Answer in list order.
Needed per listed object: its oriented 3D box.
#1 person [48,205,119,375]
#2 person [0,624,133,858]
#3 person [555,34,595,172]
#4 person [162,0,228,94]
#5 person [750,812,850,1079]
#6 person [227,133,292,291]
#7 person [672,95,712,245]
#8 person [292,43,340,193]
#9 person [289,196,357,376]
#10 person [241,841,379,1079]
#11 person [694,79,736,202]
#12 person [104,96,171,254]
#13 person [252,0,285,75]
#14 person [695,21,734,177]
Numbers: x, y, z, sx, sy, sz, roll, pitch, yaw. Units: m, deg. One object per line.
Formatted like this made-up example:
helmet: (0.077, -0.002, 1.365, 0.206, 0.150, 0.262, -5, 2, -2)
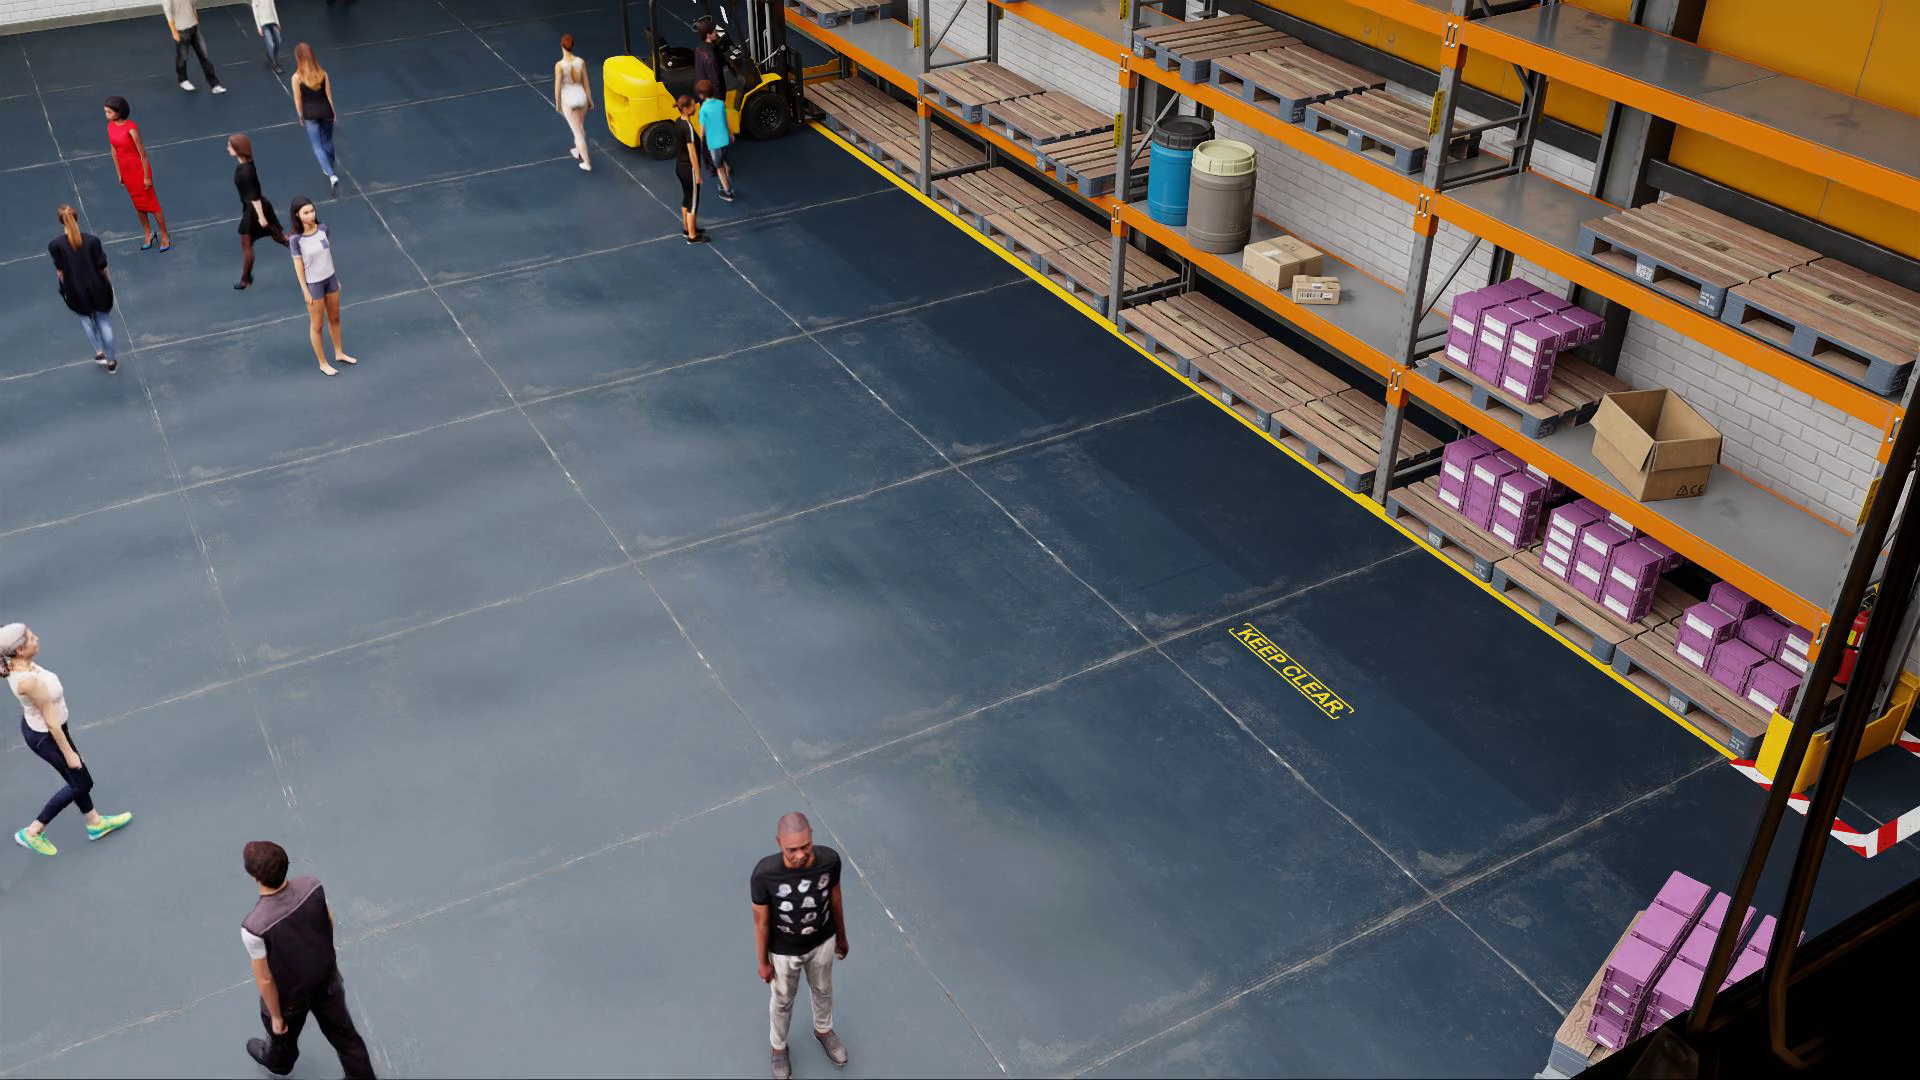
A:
person: (-8.209, -2.321, 15.667, 0.646, 1.673, 0.666, -16, 37, -23)
person: (-5.675, 1.266, 10.252, 0.757, 1.694, 0.862, -24, 40, -31)
person: (-4.615, -5.258, 20.137, 0.676, 1.616, 0.909, -25, 41, -33)
person: (-10.542, -6.913, 22.494, 1.244, 1.763, 1.026, 19, 38, 26)
person: (-0.845, 2.130, 8.852, 0.687, 1.804, 0.620, -13, 36, -19)
person: (-7.198, -3.395, 17.295, 0.817, 1.659, 1.077, -11, 35, -16)
person: (-3.003, -4.096, 18.343, 0.661, 1.667, 0.477, -14, 36, -20)
person: (-7.554, -4.967, 19.628, 0.678, 1.694, 1.092, -24, 40, -31)
person: (-6.084, -2.436, 15.785, 0.667, 1.733, 0.661, 18, 38, 25)
person: (-3.320, 2.314, 8.566, 1.208, 1.815, 0.999, 20, 39, 27)
person: (-2.781, -4.639, 19.376, 0.671, 1.427, 0.691, -28, 43, -35)
person: (-8.966, -3.988, 18.110, 0.627, 1.746, 0.706, 11, 35, 17)
person: (-9.749, -7.230, 23.383, 0.547, 1.308, 0.630, -28, 43, -35)
person: (-3.010, -5.330, 20.042, 0.779, 1.840, 0.526, -14, 36, -20)
